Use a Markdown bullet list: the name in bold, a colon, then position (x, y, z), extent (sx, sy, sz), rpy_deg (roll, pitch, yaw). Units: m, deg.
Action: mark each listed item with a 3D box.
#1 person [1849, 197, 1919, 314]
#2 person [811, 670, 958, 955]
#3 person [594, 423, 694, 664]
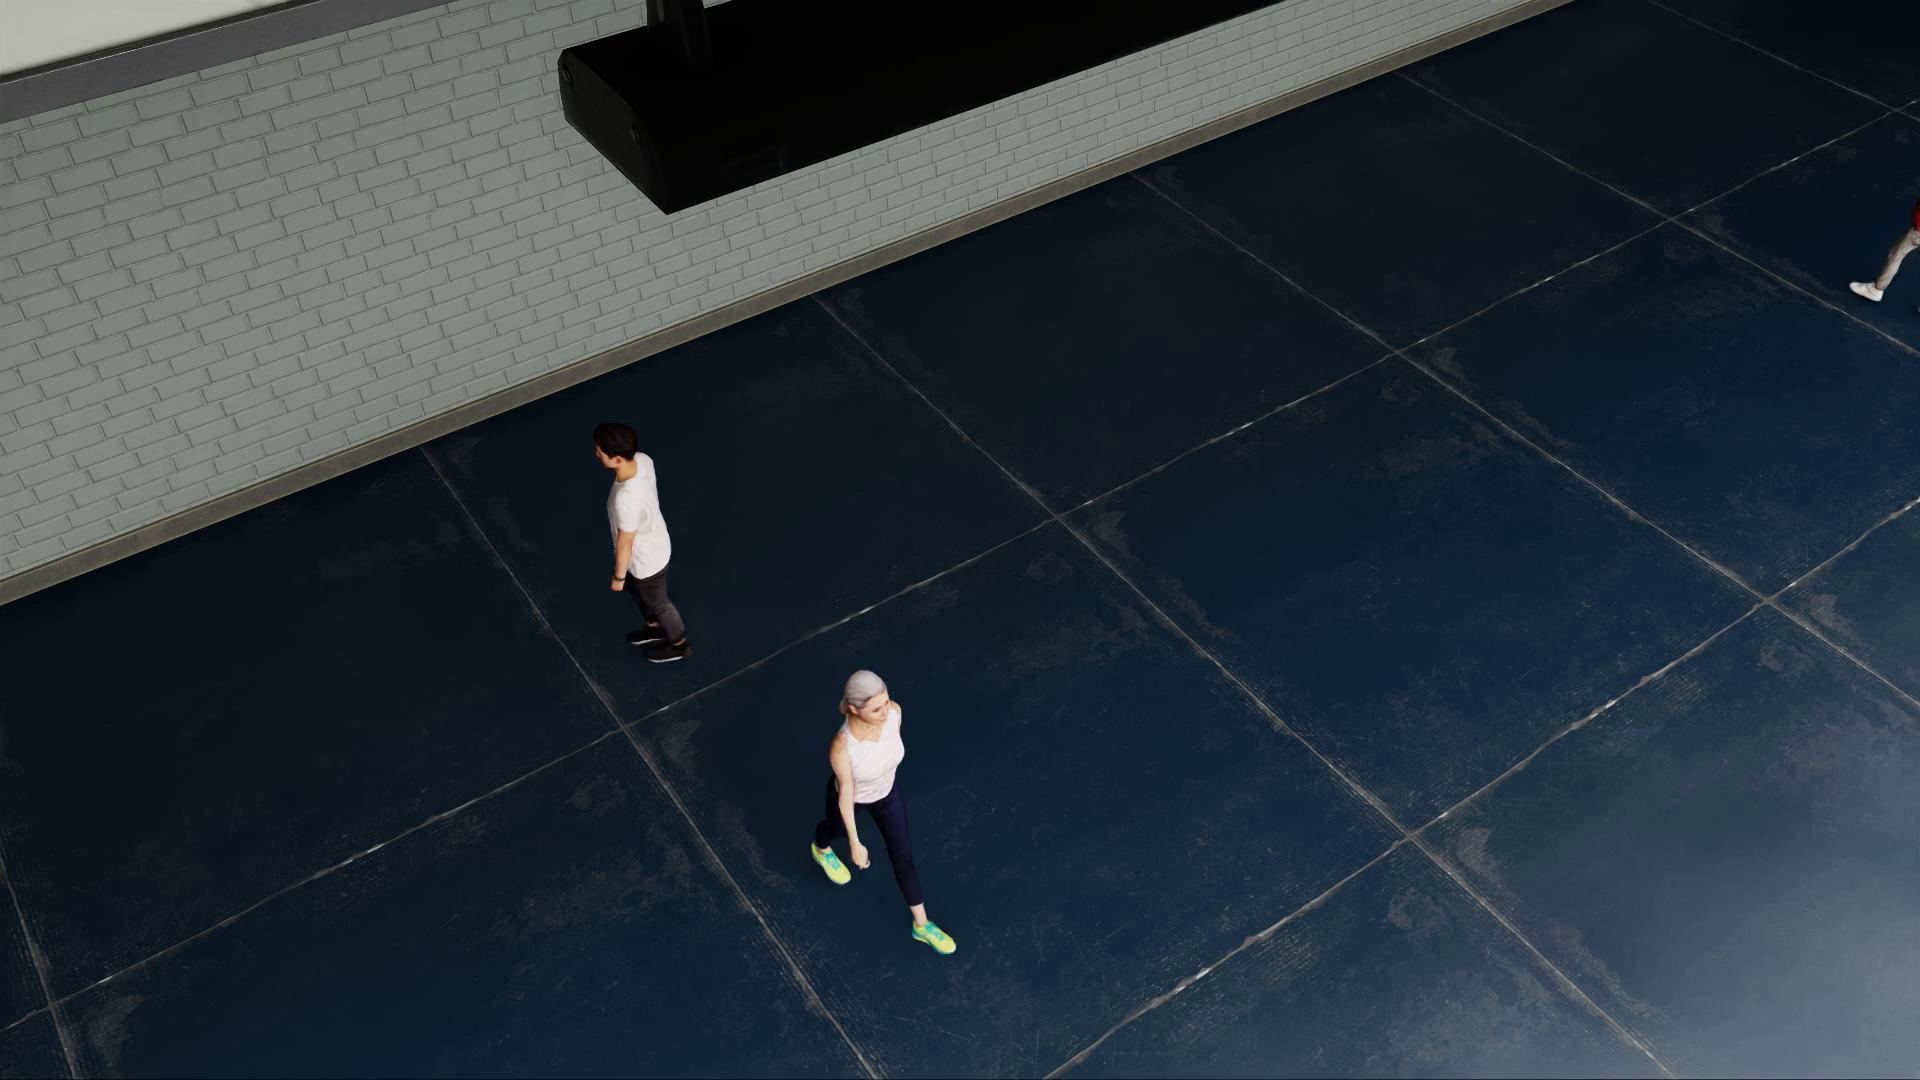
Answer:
- **person**: position (6.824, -2.193, 11.561), extent (0.942, 1.404, 0.627), rpy_deg (33, 52, 30)
- **person**: position (-0.513, 1.180, 7.768), extent (1.231, 1.651, 0.773), rpy_deg (34, 53, 31)
- **person**: position (-1.623, 0.047, 8.940), extent (0.797, 1.706, 0.707), rpy_deg (-3, 43, -3)
